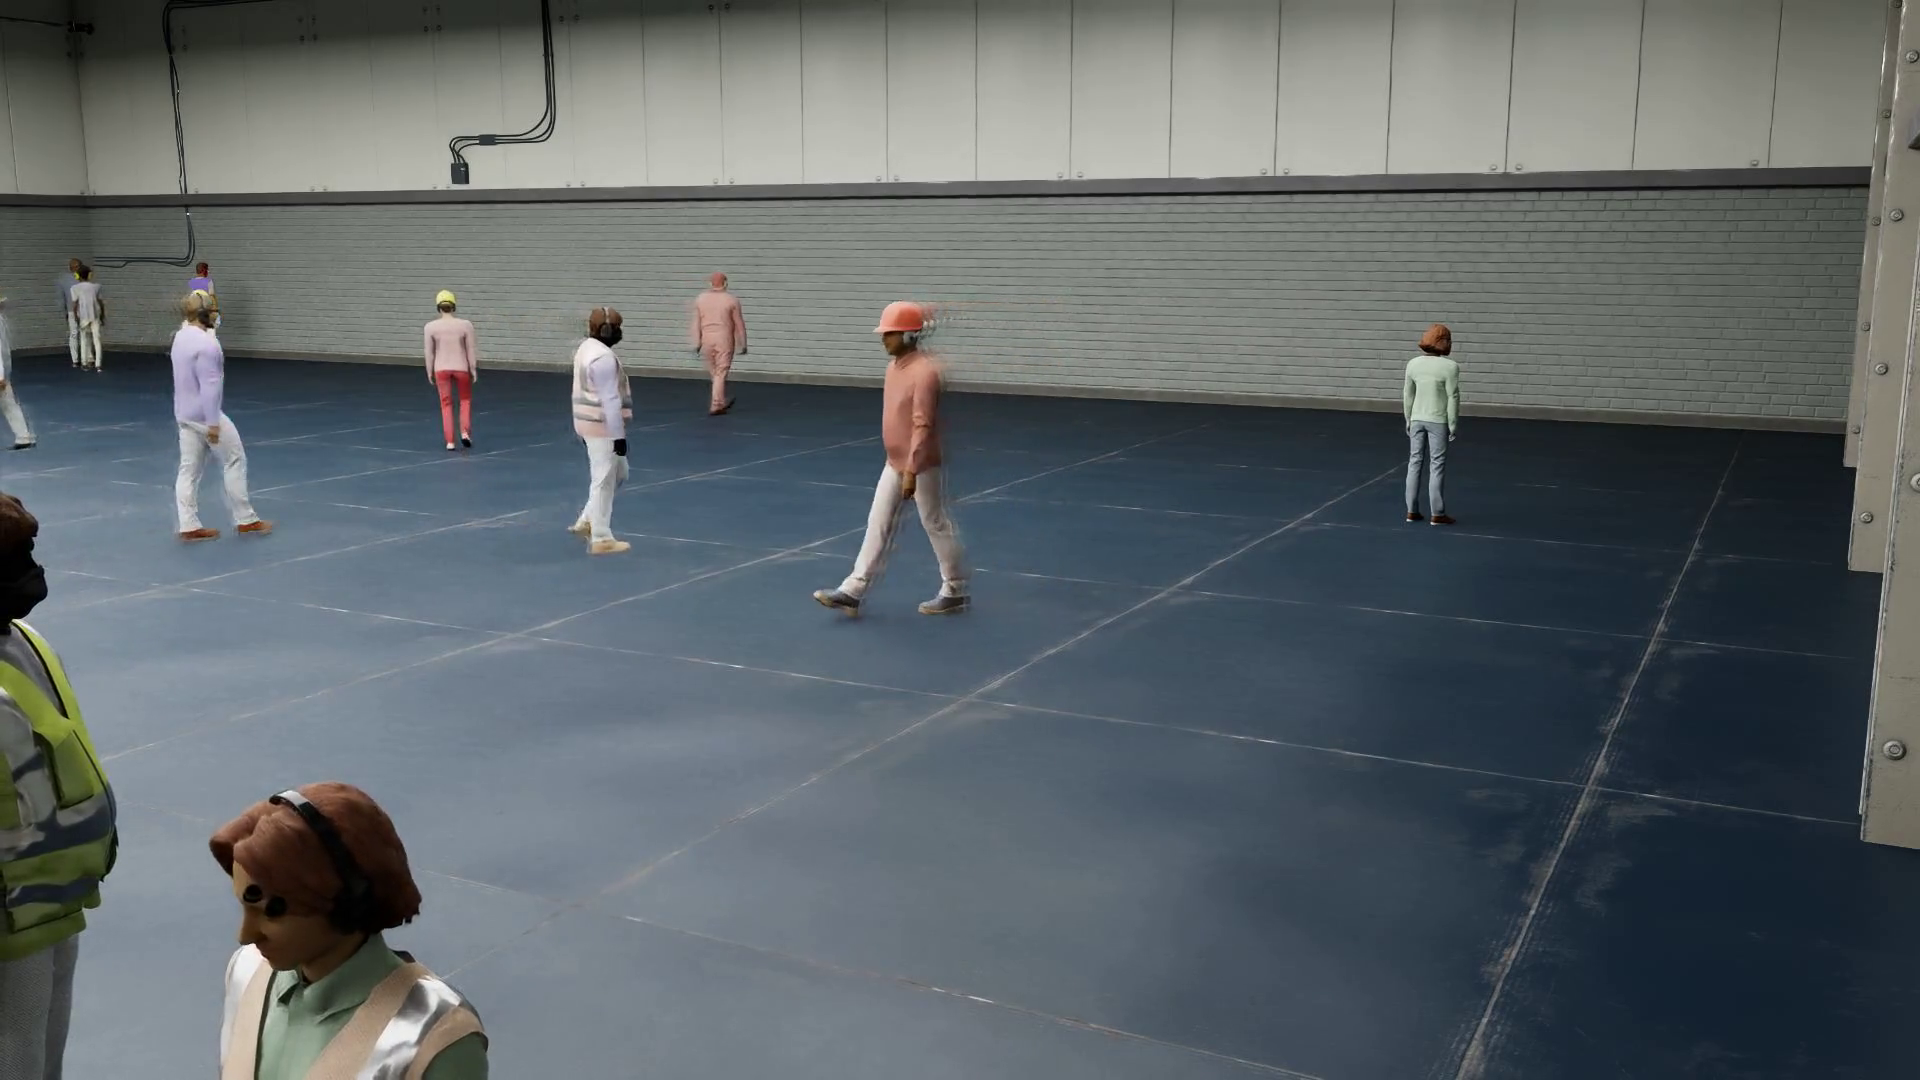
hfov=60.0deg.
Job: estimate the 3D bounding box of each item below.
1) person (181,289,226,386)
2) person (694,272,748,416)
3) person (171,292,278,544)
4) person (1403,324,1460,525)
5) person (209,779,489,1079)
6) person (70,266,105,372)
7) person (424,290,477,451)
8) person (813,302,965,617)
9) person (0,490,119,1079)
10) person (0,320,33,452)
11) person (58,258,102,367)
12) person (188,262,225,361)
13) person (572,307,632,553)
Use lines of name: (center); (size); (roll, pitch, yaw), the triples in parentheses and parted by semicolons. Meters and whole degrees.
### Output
person: (-8.328, -1.866, 18.297); (0.544, 1.768, 0.413); (6, 12, 32)
person: (-3.120, -2.600, 21.999); (0.677, 1.857, 0.964); (4, 11, 19)
person: (-5.700, -0.942, 12.826); (0.662, 1.910, 0.833); (9, 14, 42)
person: (3.853, -0.943, 13.597); (0.289, 1.633, 0.501); (-8, 13, -39)
person: (-0.844, 1.119, 2.339); (0.514, 1.640, 0.310); (6, 12, 31)
person: (-15.049, -3.807, 28.725); (0.522, 1.817, 0.946); (-7, 12, -32)
person: (-5.590, -1.857, 18.272); (0.542, 1.752, 0.451); (-3, 11, -17)
person: (-0.389, -0.466, 10.136); (1.005, 1.939, 0.649); (-6, 12, -28)
person: (-2.013, 0.799, 3.529); (0.429, 1.842, 0.636); (-3, 11, -15)
person: (-10.527, -1.804, 17.867); (0.915, 1.786, 0.597); (-4, 11, -22)
person: (-15.727, -4.052, 29.716); (0.635, 1.938, 0.354); (1, 10, 4)
person: (-14.081, -4.239, 30.990); (0.567, 1.846, 0.389); (3, 11, 18)
person: (-2.632, -0.804, 12.306); (0.440, 1.825, 0.643); (-4, 11, -21)
